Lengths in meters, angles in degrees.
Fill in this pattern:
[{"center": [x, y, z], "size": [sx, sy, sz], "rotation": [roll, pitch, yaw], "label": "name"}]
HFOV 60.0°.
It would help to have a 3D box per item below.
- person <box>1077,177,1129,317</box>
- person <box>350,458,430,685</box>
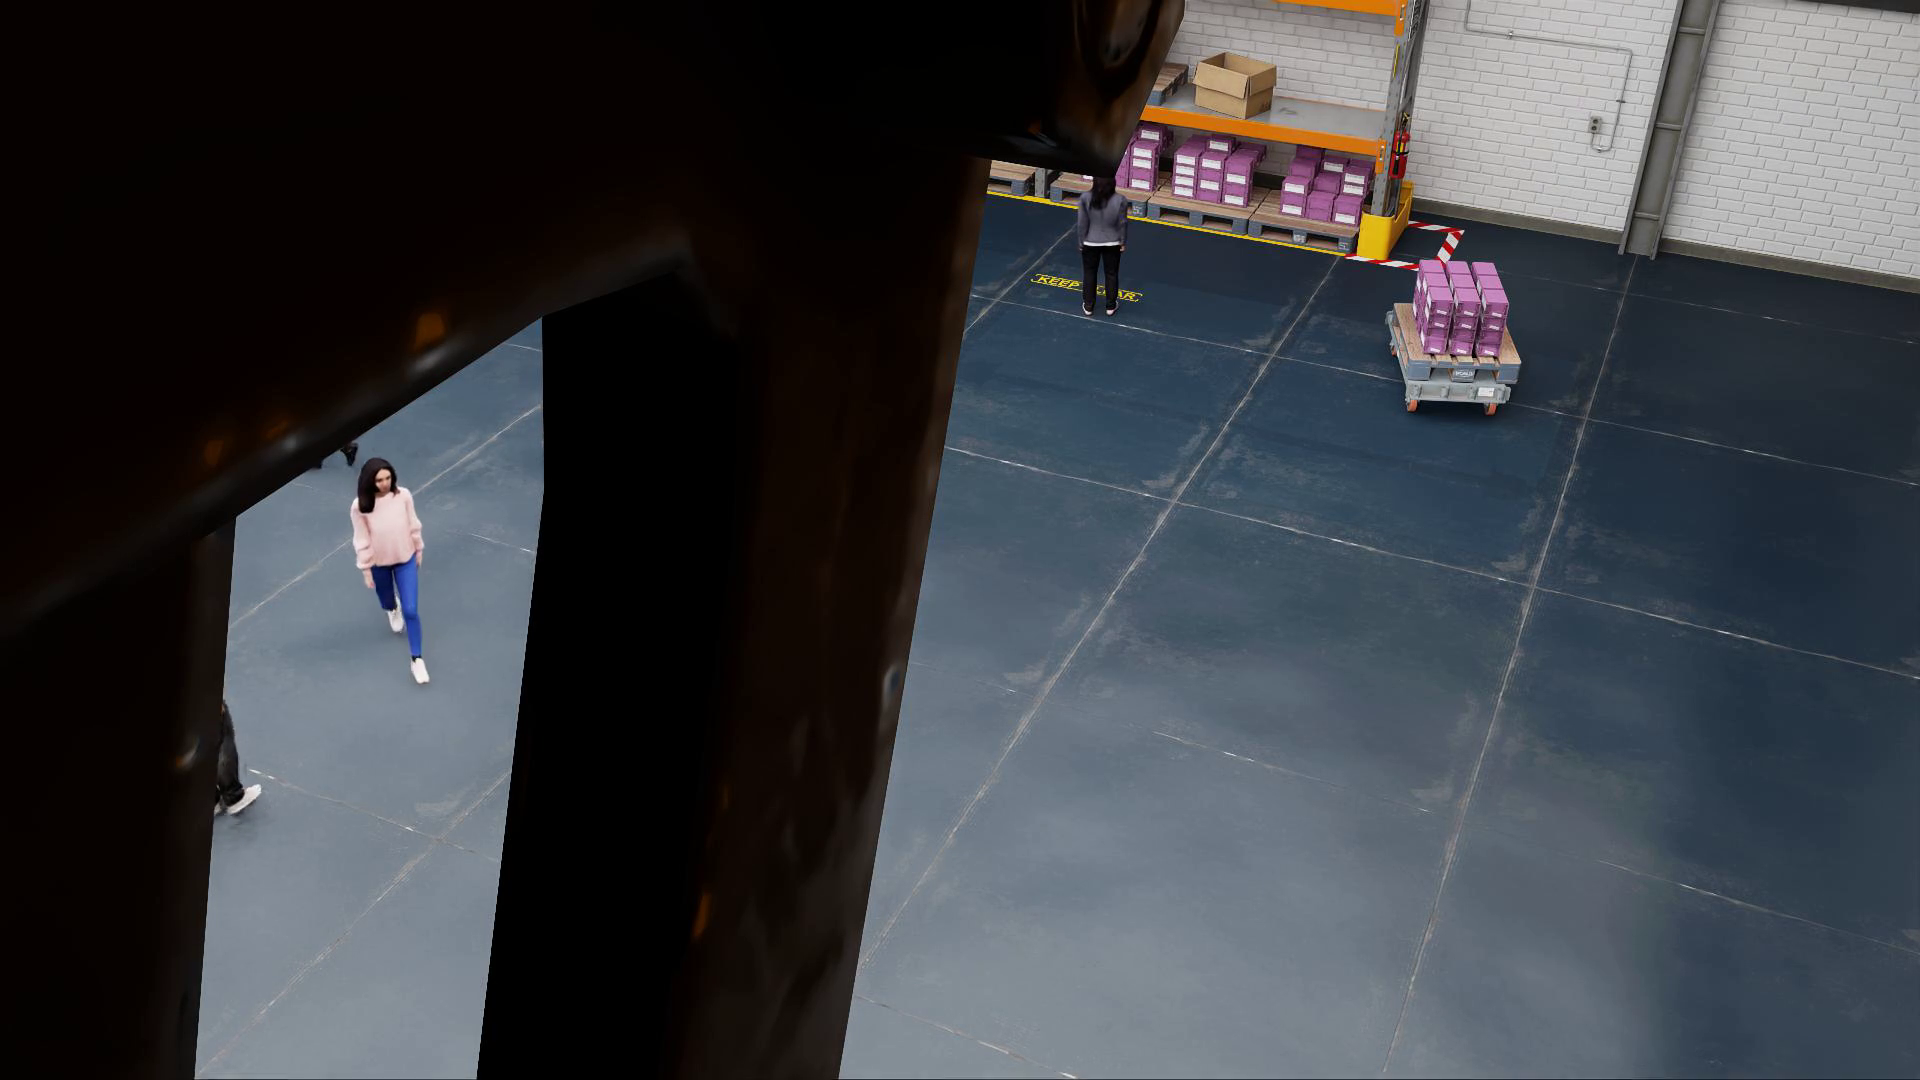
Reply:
[{"center": [1.441, -3.047, 16.908], "size": [0.706, 1.597, 0.819], "rotation": [3, 34, 5], "label": "person"}, {"center": [-4.114, 0.138, 11.990], "size": [1.103, 1.736, 1.210], "rotation": [-13, 36, -19], "label": "person"}]
